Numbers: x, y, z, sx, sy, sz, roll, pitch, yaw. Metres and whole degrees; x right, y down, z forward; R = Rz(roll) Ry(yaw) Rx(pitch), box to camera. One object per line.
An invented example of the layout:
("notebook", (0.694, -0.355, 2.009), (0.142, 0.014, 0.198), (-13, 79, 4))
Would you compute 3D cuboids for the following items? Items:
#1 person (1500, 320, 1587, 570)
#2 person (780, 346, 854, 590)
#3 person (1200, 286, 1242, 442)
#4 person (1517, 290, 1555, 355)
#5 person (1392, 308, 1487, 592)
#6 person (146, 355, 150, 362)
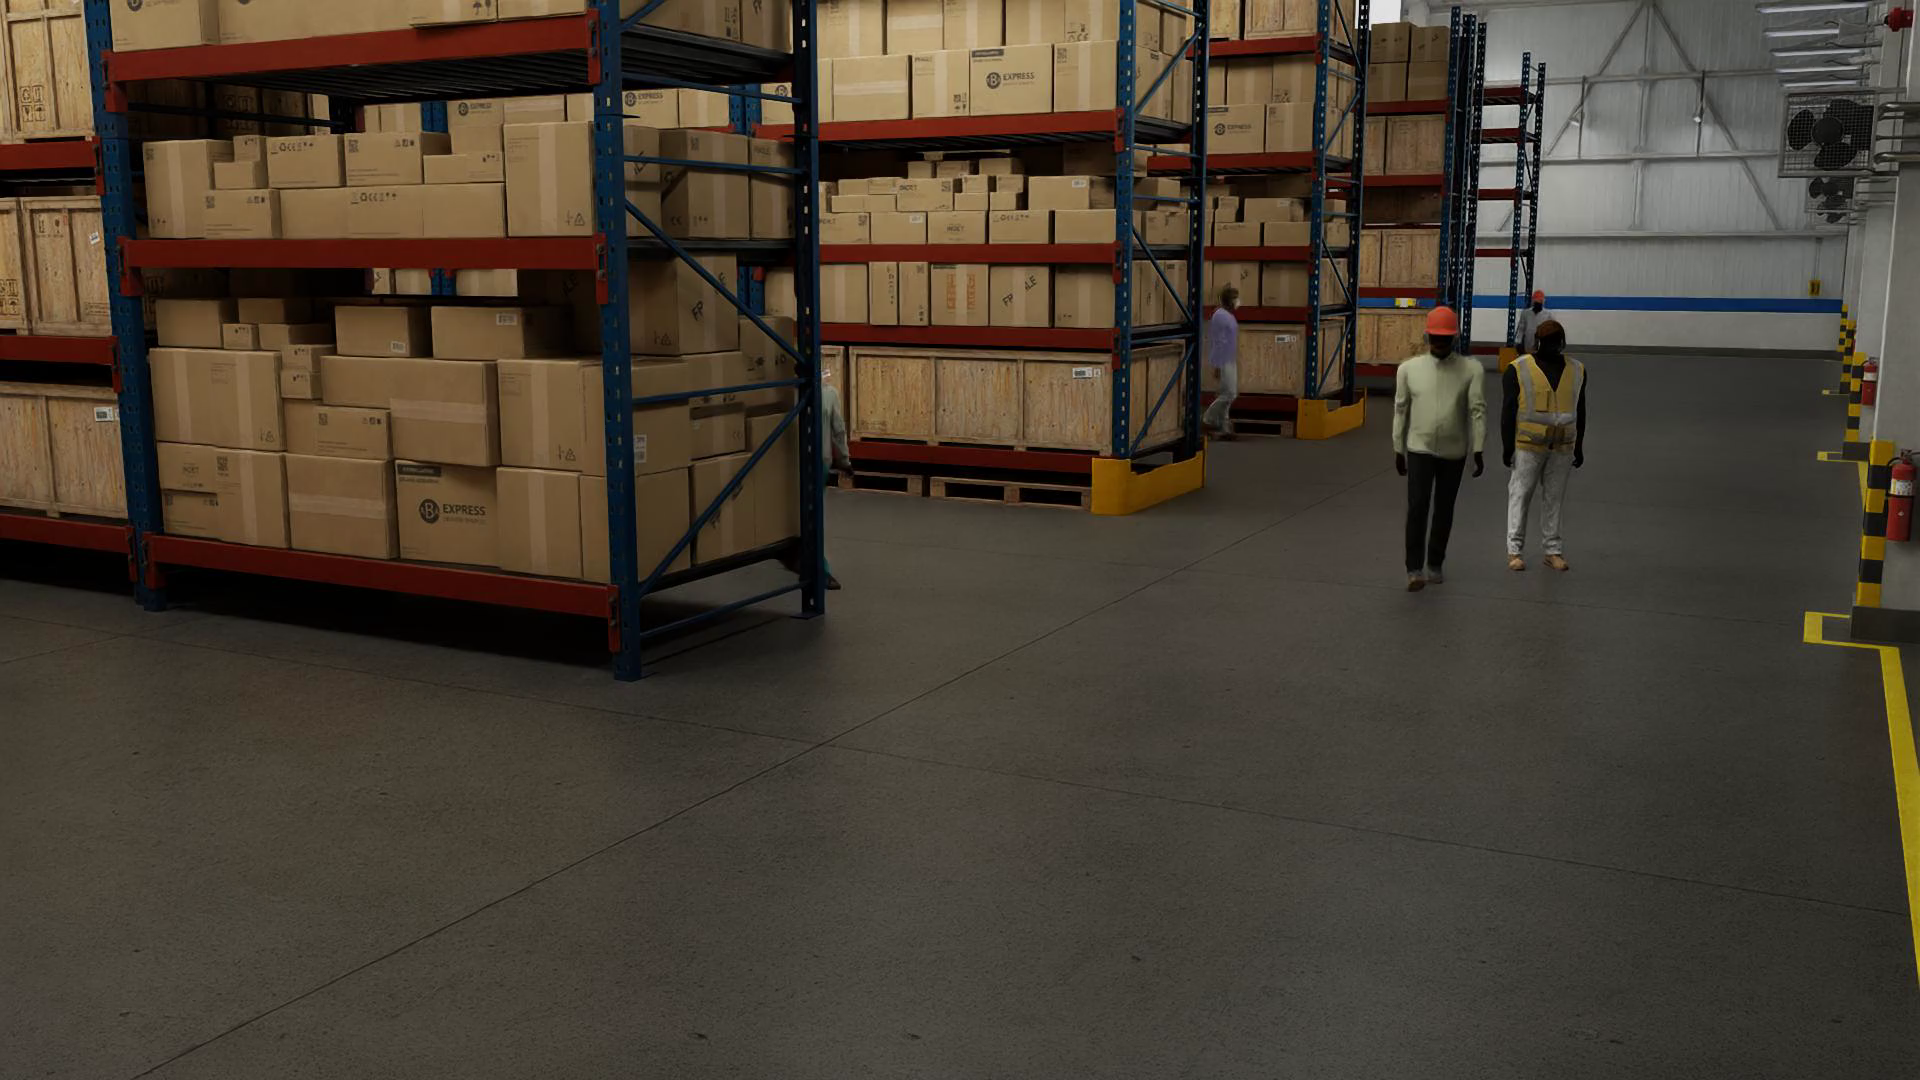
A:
("person", (4.296, -0.690, 12.246), (0.630, 1.843, 0.429), (0, 10, -2))
("person", (-1.083, -0.555, 11.821), (0.527, 1.722, 0.915), (-9, 13, -41))
("person", (3.256, -2.159, 20.502), (0.469, 1.928, 0.651), (4, 11, 23))
("person", (9.610, -3.304, 27.706), (0.570, 1.727, 0.689), (8, 12, 37))
("person", (3.296, -0.608, 11.445), (0.618, 1.942, 1.014), (2, 10, 12))
("person", (-8.473, -1.665, 17.494), (0.754, 1.978, 0.617), (7, 12, 36))
